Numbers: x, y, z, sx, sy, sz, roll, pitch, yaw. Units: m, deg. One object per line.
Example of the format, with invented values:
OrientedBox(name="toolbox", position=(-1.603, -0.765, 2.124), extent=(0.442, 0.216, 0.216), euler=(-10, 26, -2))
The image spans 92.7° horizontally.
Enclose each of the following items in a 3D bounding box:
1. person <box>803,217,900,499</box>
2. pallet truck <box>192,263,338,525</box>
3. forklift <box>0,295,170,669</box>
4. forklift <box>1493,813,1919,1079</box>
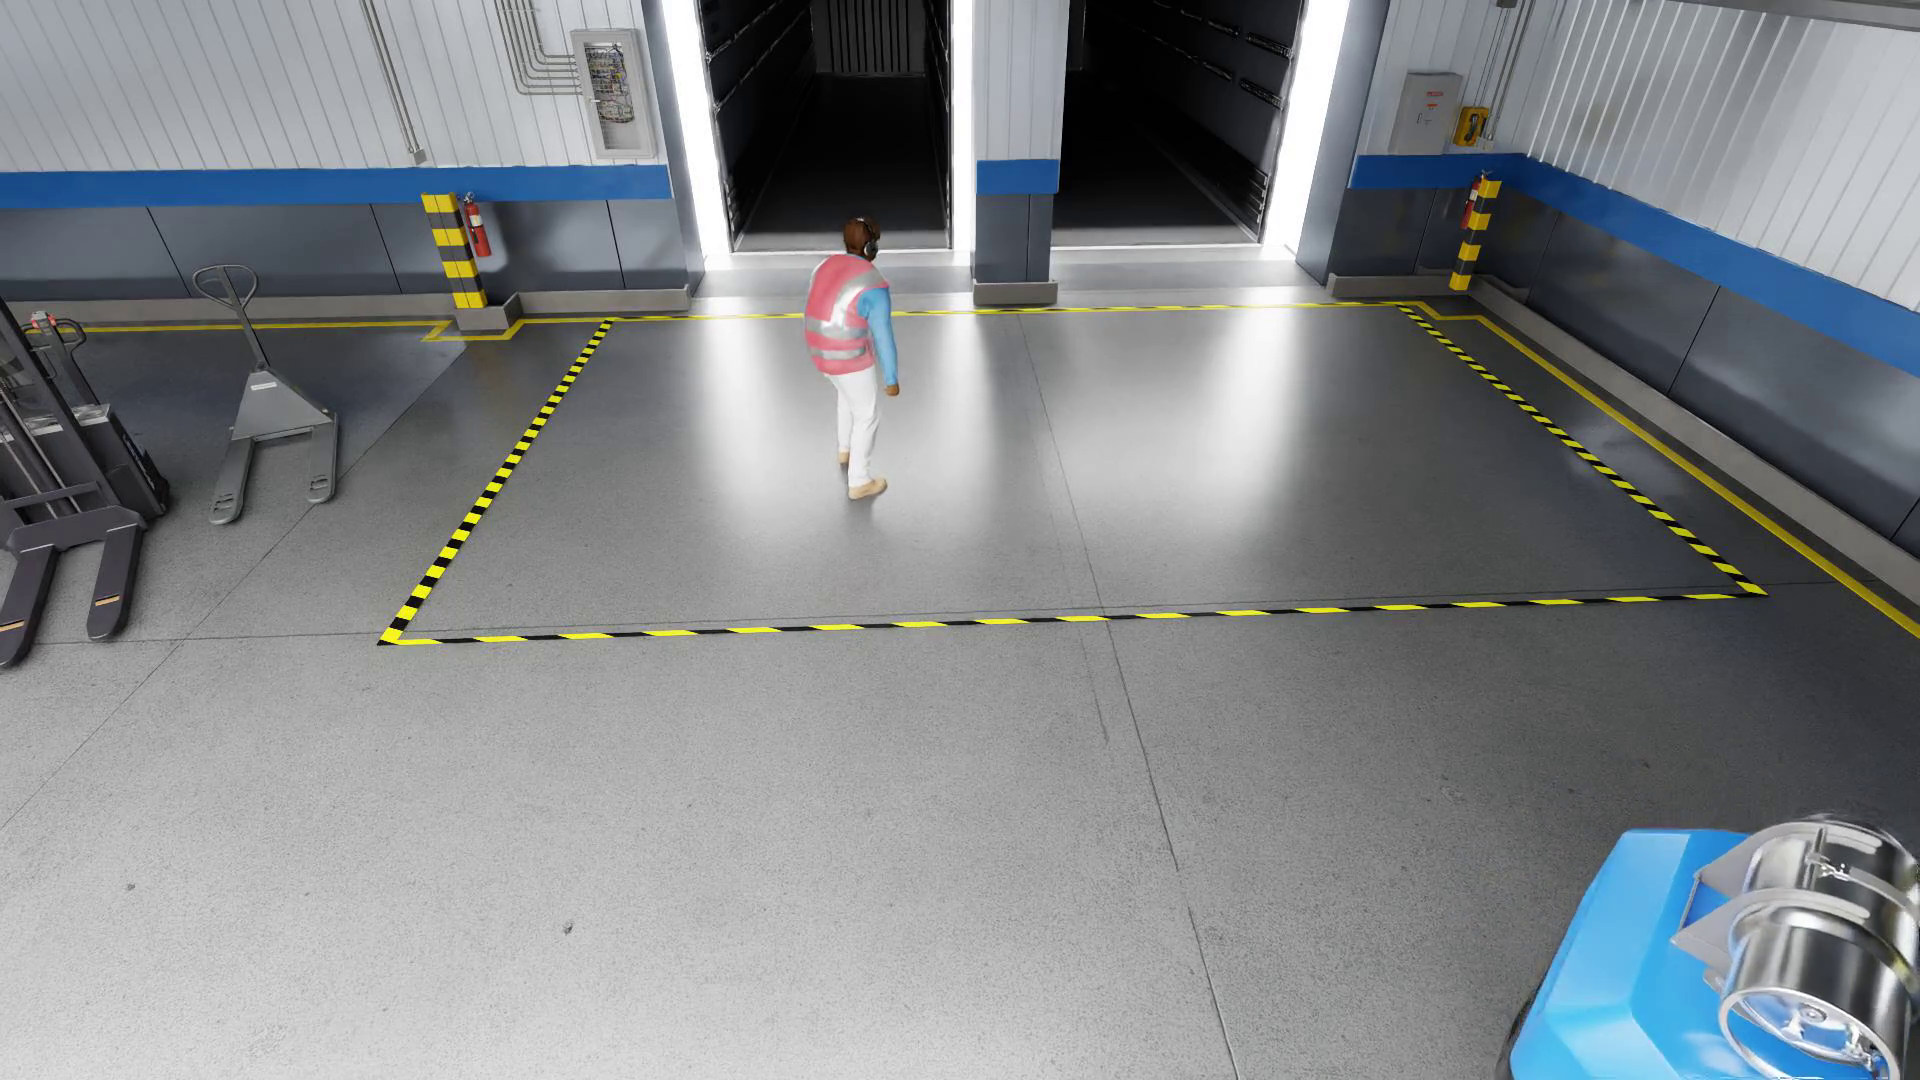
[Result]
OrientedBox(name="person", position=(-0.701, -1.188, 5.973), extent=(0.809, 1.692, 0.637), euler=(29, 44, 35))
OrientedBox(name="pallet truck", position=(-4.778, -1.027, 6.128), extent=(0.680, 1.201, 1.601), euler=(-17, 38, -23))
OrientedBox(name="forklift", position=(-5.212, -0.618, 4.878), extent=(0.823, 1.965, 1.885), euler=(-20, 39, -26))
OrientedBox(name="forklift", position=(2.739, 1.383, 1.692), extent=(2.680, 2.036, 1.157), euler=(29, 44, 35))
